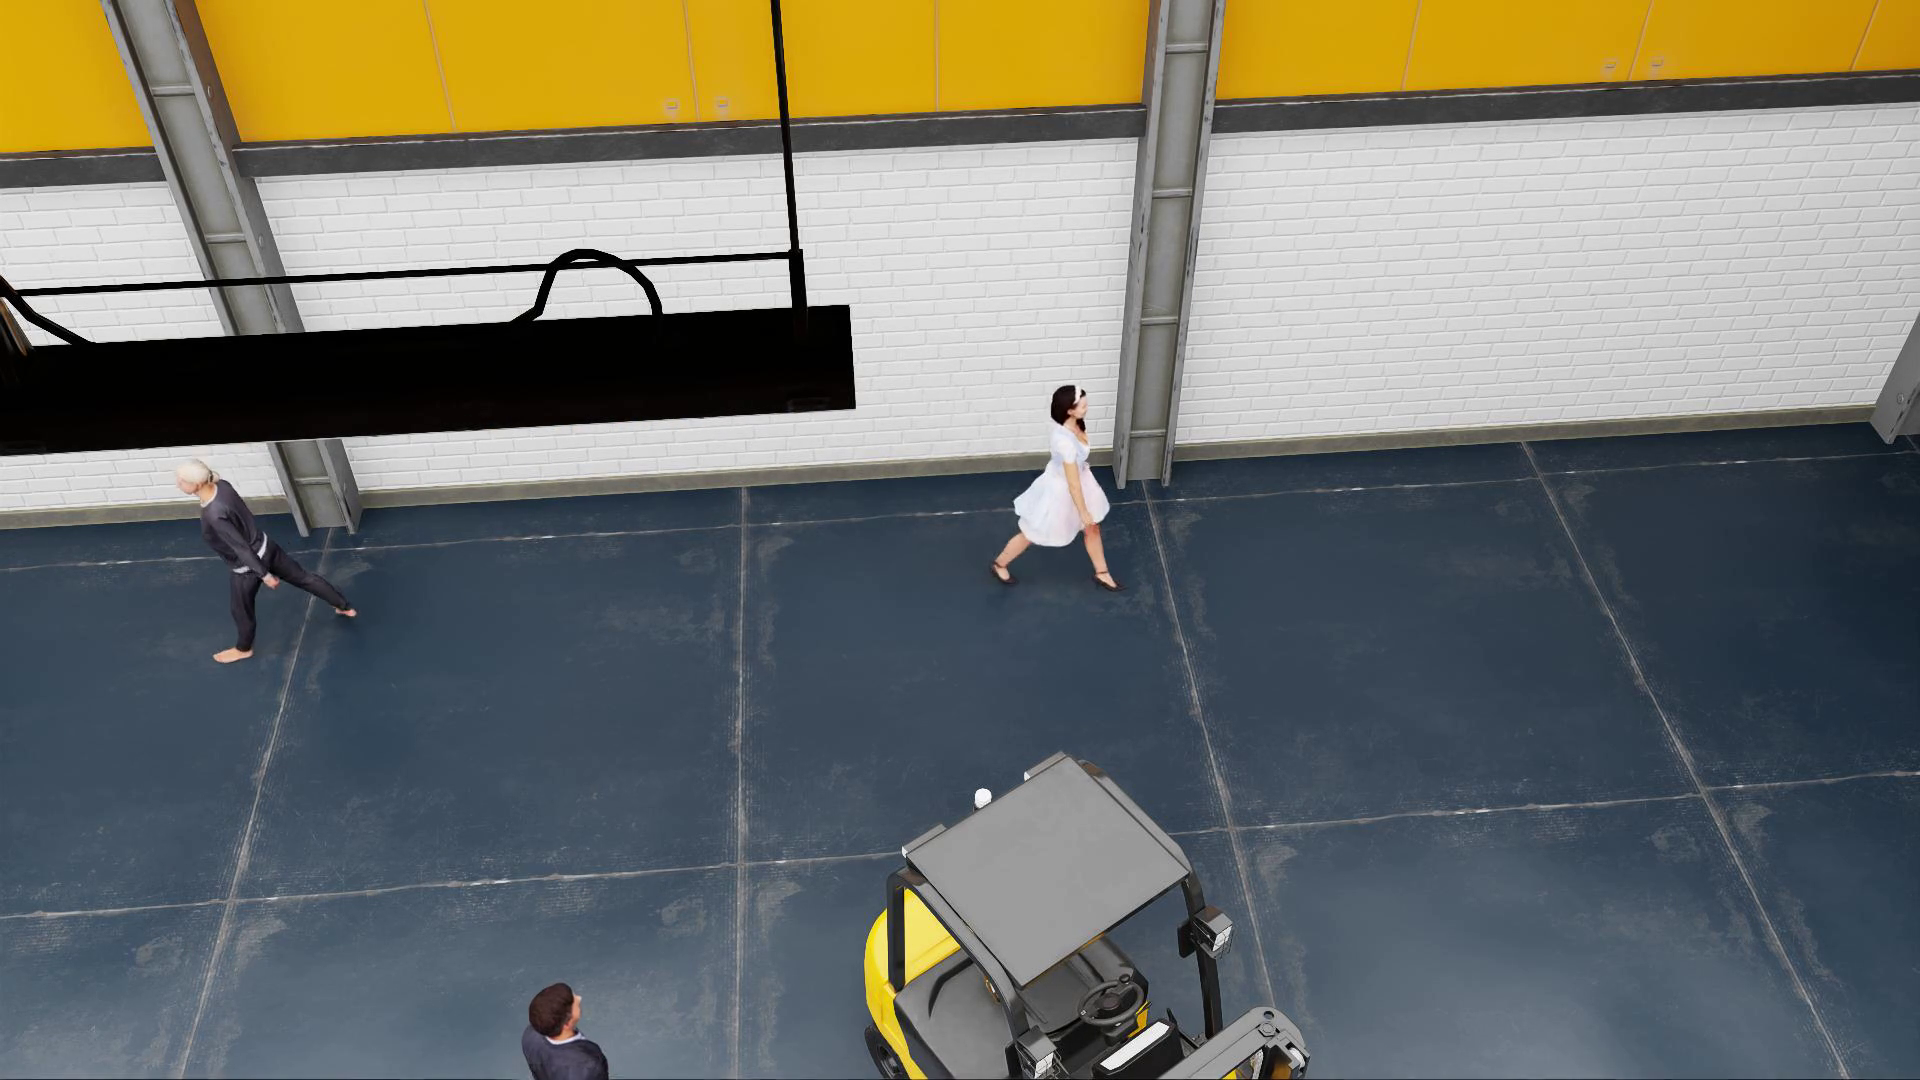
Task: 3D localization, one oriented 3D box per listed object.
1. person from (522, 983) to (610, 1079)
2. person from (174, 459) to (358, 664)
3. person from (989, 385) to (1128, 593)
[{"bbox_3d":[-1.811,2.760,7.829,1.040,1.846,1.077,26,50,25],"label":"person"},{"bbox_3d":[-4.492,0.092,10.757,1.180,1.670,0.741,-6,44,-6],"label":"person"},{"bbox_3d":[0.583,-0.266,11.064,1.251,1.765,0.824,5,44,5],"label":"person"}]
